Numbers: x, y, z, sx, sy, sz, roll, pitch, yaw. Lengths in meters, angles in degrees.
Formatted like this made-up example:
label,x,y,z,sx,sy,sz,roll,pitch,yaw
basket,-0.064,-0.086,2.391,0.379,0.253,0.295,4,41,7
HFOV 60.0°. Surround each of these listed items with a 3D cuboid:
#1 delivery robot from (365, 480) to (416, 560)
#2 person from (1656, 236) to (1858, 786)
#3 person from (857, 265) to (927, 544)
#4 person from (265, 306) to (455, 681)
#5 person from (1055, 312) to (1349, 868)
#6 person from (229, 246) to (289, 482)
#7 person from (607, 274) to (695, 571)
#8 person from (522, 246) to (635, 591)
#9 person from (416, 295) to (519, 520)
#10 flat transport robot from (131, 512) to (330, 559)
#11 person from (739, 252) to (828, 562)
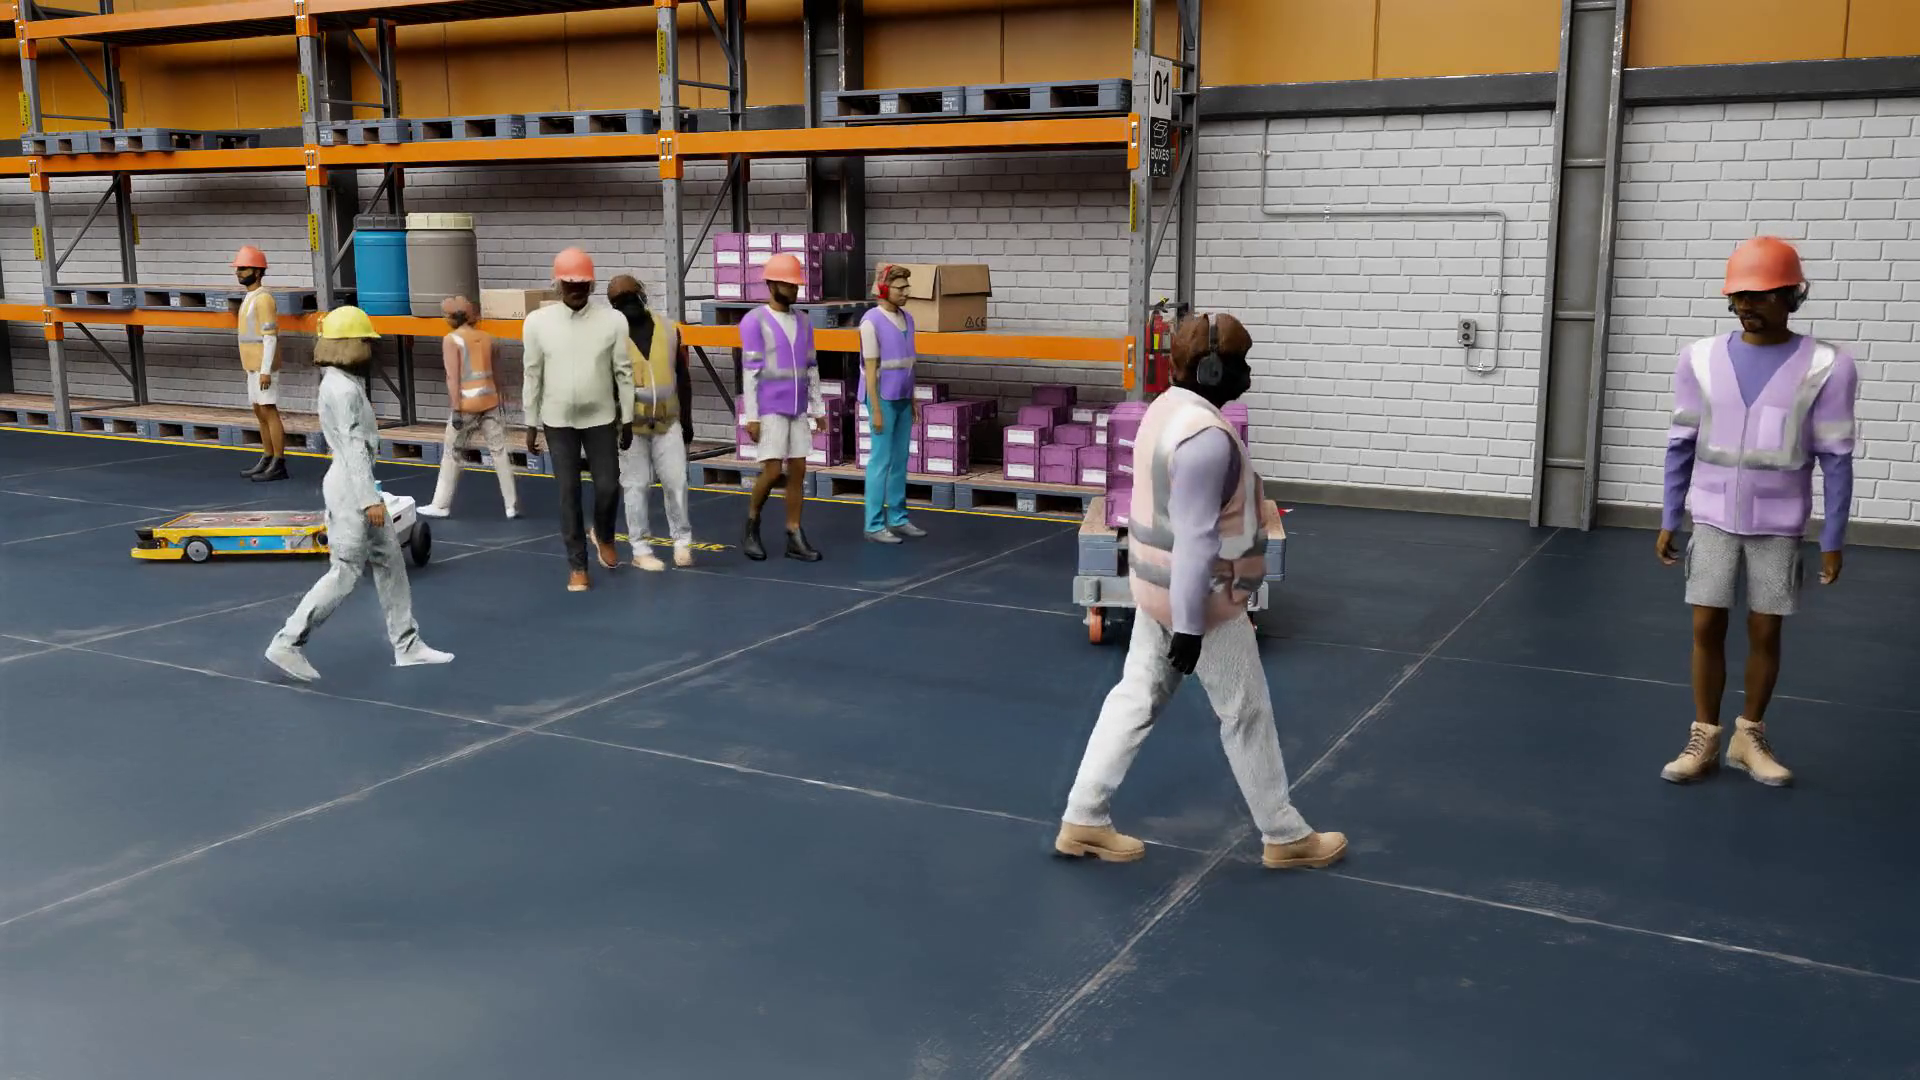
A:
label,x,y,z,sx,sy,sz,roll,pitch,yaw
delivery robot,-3.522,-0.115,10.007,0.477,0.478,0.707,-1,10,-4
person,2.888,-0.078,6.067,0.635,2.032,0.470,9,14,40
person,-0.472,-0.901,11.068,0.397,1.837,0.568,5,12,28
person,-2.804,-0.215,7.636,0.785,1.714,0.495,-3,11,-15
person,0.748,0.177,5.290,0.953,1.795,0.643,-1,10,-7
person,-5.836,-1.457,13.831,0.346,1.942,0.546,-8,13,-37
person,-1.918,-0.690,10.041,0.689,1.809,0.435,-6,12,-31
person,-2.199,-0.699,9.600,0.637,1.977,0.567,-2,11,-13
person,-3.521,-0.937,11.908,0.707,1.601,0.583,5,12,27
flat transport robot,-4.444,-0.042,10.655,1.431,0.197,0.652,-1,10,-5
person,-1.084,-0.819,10.352,0.460,1.926,0.562,9,14,42
